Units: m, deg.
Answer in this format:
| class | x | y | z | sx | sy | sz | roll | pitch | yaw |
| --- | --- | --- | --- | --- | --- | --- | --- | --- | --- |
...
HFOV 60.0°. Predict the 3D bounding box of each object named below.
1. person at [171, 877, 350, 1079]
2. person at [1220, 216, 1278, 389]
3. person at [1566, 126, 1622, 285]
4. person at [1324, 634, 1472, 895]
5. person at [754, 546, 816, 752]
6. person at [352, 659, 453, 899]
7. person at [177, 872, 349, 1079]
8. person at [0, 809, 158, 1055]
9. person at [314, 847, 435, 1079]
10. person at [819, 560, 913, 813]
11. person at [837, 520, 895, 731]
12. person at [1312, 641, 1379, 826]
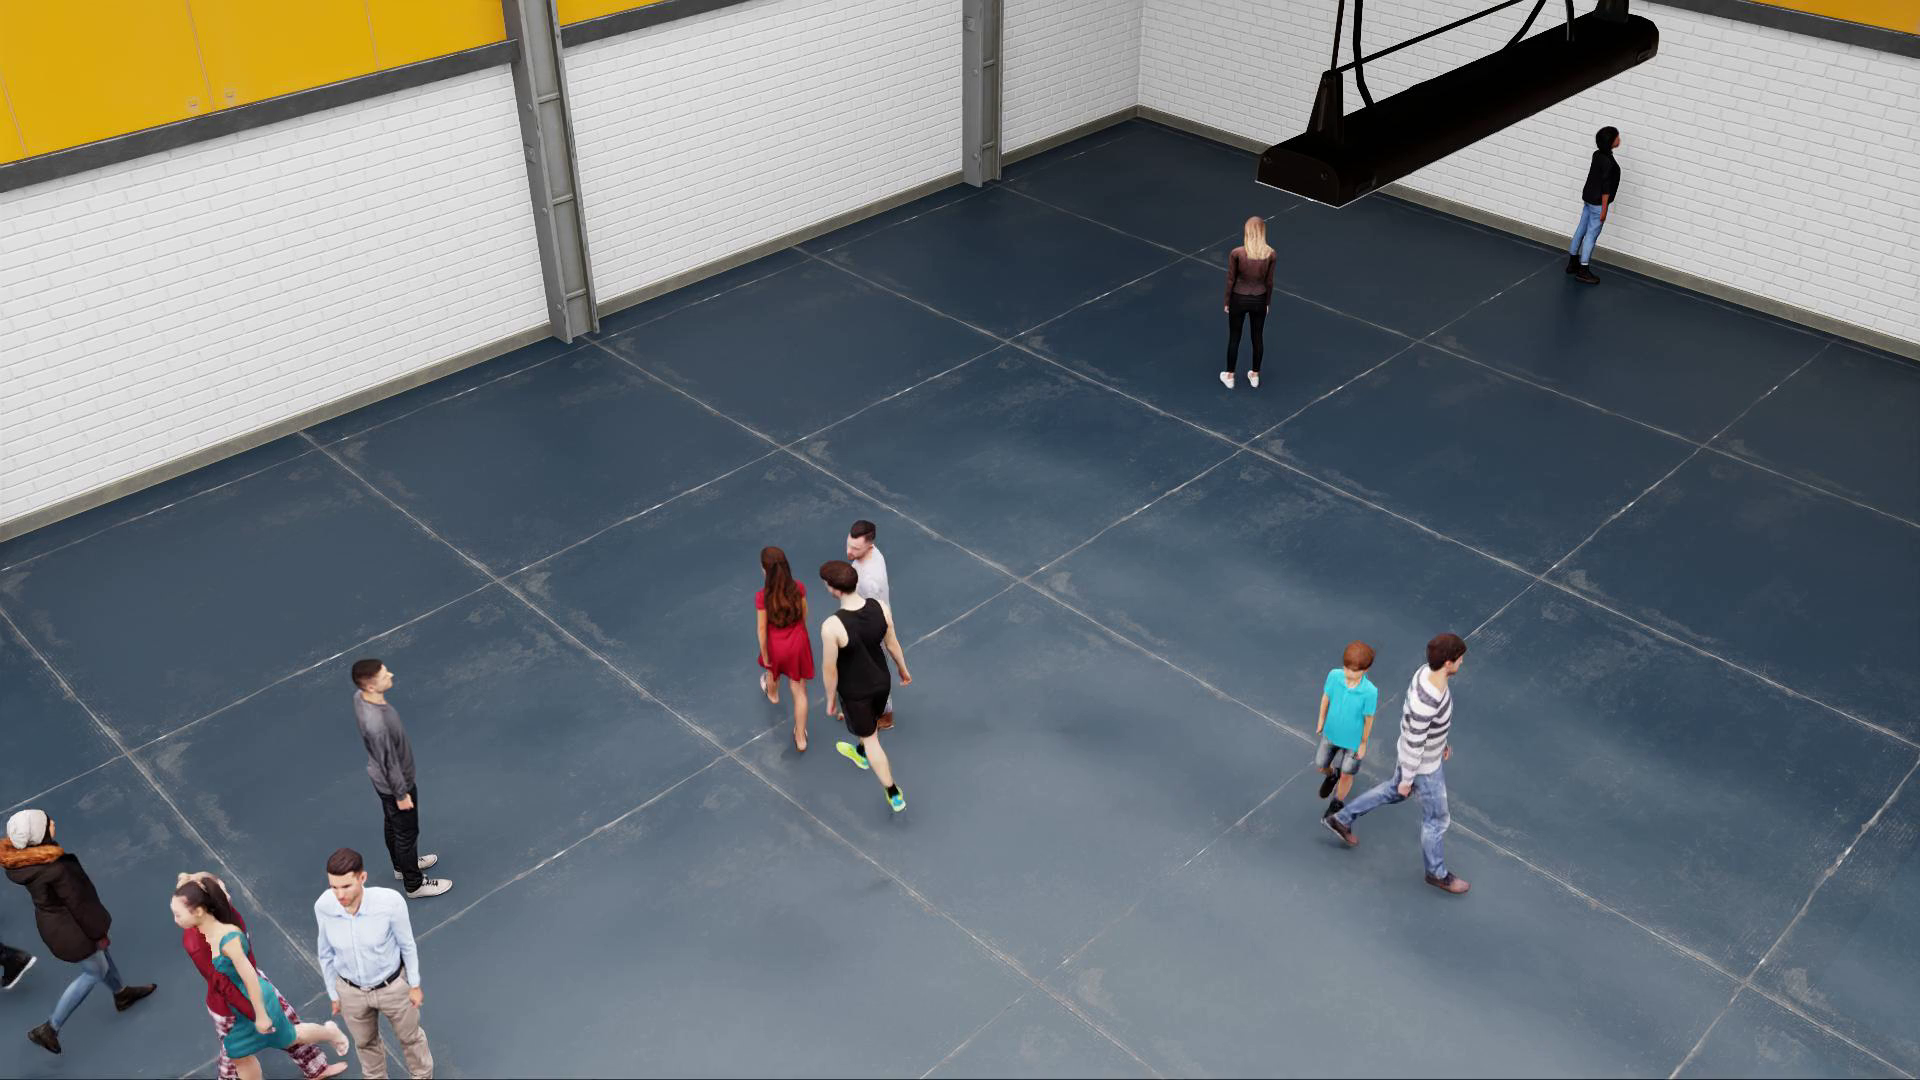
| class | x | y | z | sx | sy | sz | roll | pitch | yaw |
| --- | --- | --- | --- | --- | --- | --- | --- | --- | --- |
| person | -3.727 | 2.412 | 8.831 | 0.757 | 1.664 | 0.985 | 14 | 36 | 20 |
| person | 2.743 | -2.253 | 15.817 | 0.662 | 1.699 | 0.733 | -2 | 34 | -3 |
| person | 6.822 | -3.614 | 17.864 | 0.703 | 1.702 | 0.656 | -3 | 34 | -5 |
| person | 2.758 | 1.333 | 10.327 | 1.077 | 1.806 | 1.211 | 9 | 35 | 14 |
| person | -1.175 | 0.784 | 11.439 | 1.028 | 1.489 | 0.906 | -10 | 35 | -14 |
| person | -3.479 | 1.448 | 10.195 | 0.624 | 1.760 | 0.670 | -18 | 38 | -25 |
| person | -3.912 | 2.406 | 8.831 | 1.026 | 1.675 | 0.964 | -1 | 34 | -1 |
| person | -4.994 | 2.173 | 9.233 | 0.687 | 1.618 | 0.966 | 23 | 40 | 31 |
| person | -3.089 | 2.337 | 8.779 | 0.734 | 1.848 | 0.811 | -3 | 34 | -5 |
| person | -0.598 | 0.987 | 10.810 | 1.070 | 1.847 | 0.927 | -19 | 38 | -27 |
| person | -0.543 | 0.610 | 11.411 | 0.863 | 1.811 | 0.828 | -3 | 34 | -4 |
| person | 2.549 | 1.210 | 10.842 | 0.581 | 1.440 | 0.667 | 23 | 40 | 30 |
